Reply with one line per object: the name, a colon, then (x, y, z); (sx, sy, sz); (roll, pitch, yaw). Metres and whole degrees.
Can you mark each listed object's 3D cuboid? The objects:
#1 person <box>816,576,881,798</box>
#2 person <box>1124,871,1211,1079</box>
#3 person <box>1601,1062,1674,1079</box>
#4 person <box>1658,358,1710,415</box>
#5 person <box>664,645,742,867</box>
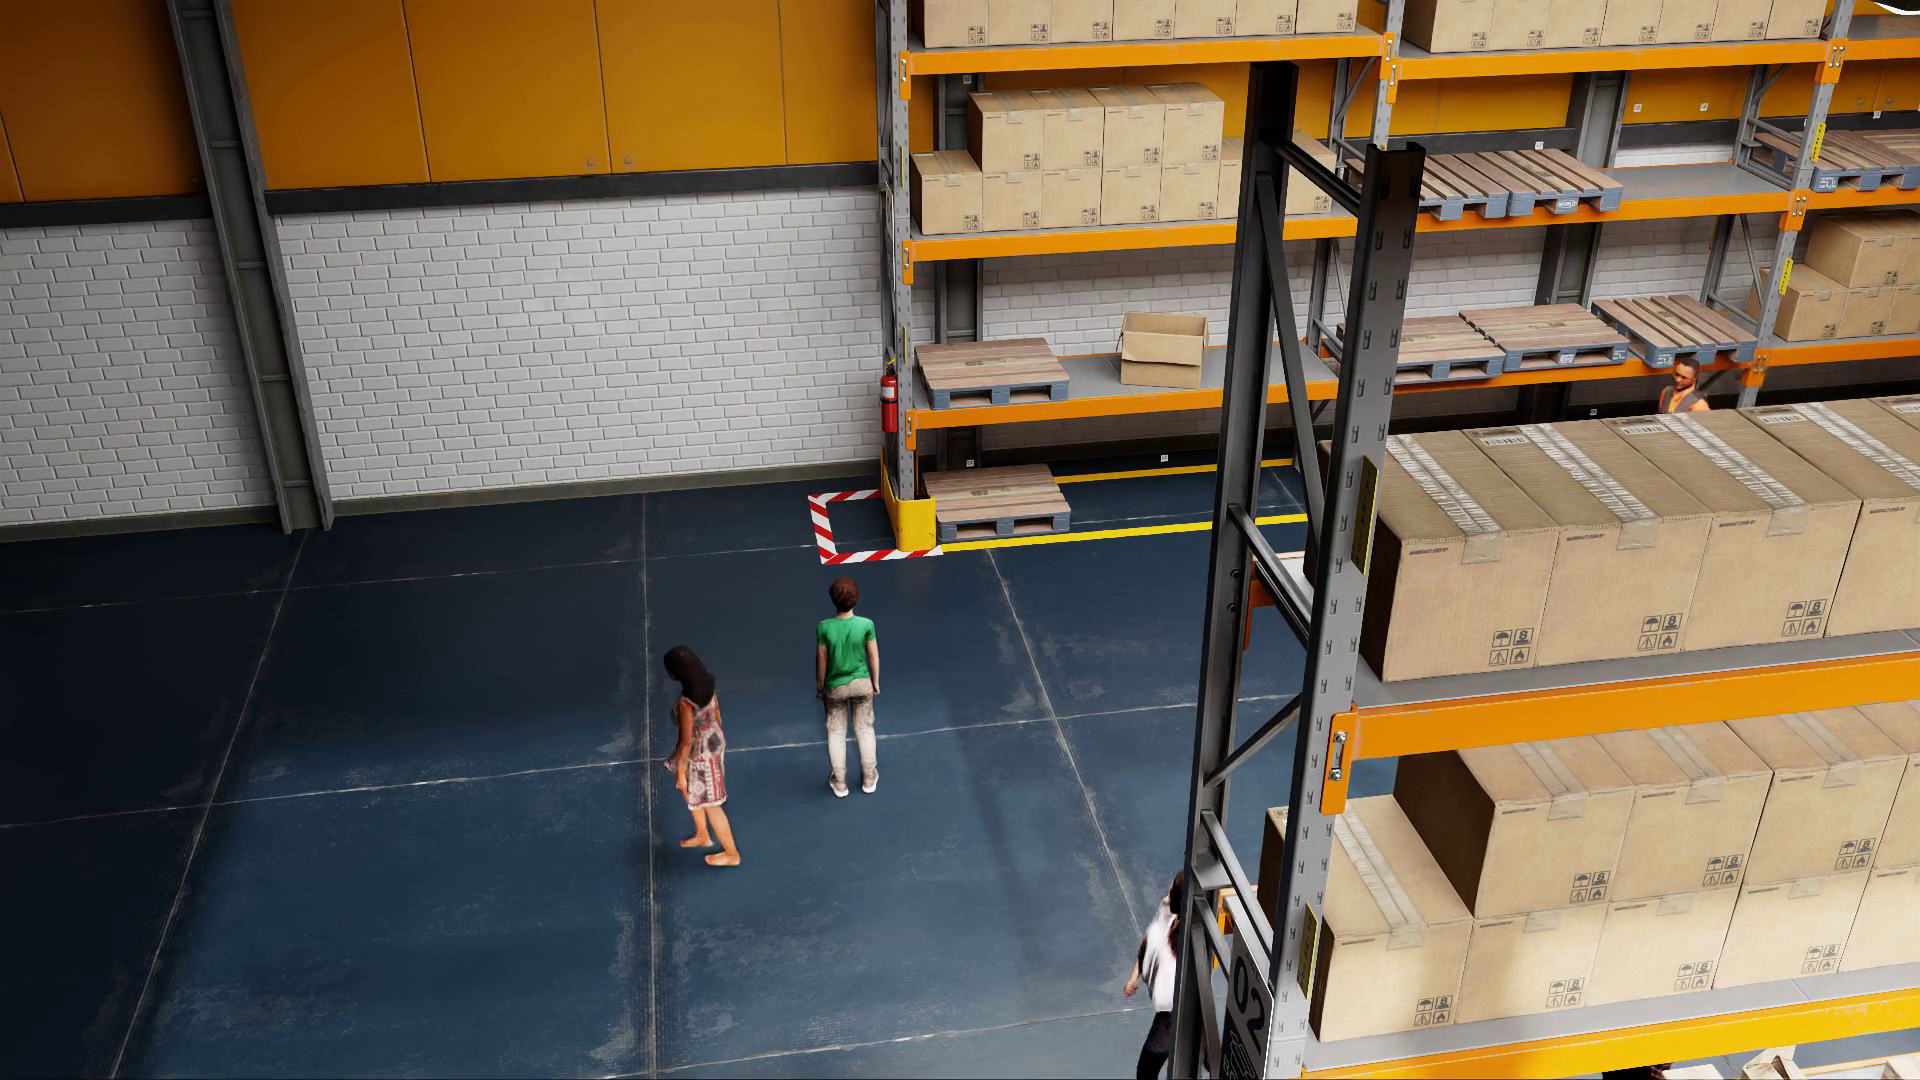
person: (-0.763, 0.999, 11.310); (0.449, 1.651, 0.644); (-5, 29, -9)
person: (1.186, 2.391, 8.652); (1.092, 1.752, 0.661); (-8, 30, -14)
person: (3.463, 2.501, 8.442); (0.578, 1.761, 0.686); (-4, 29, -8)
person: (6.144, -0.651, 14.127); (1.303, 1.850, 0.845); (-9, 30, -17)
person: (-1.562, 1.390, 10.640); (0.870, 1.607, 0.796); (4, 29, 7)
